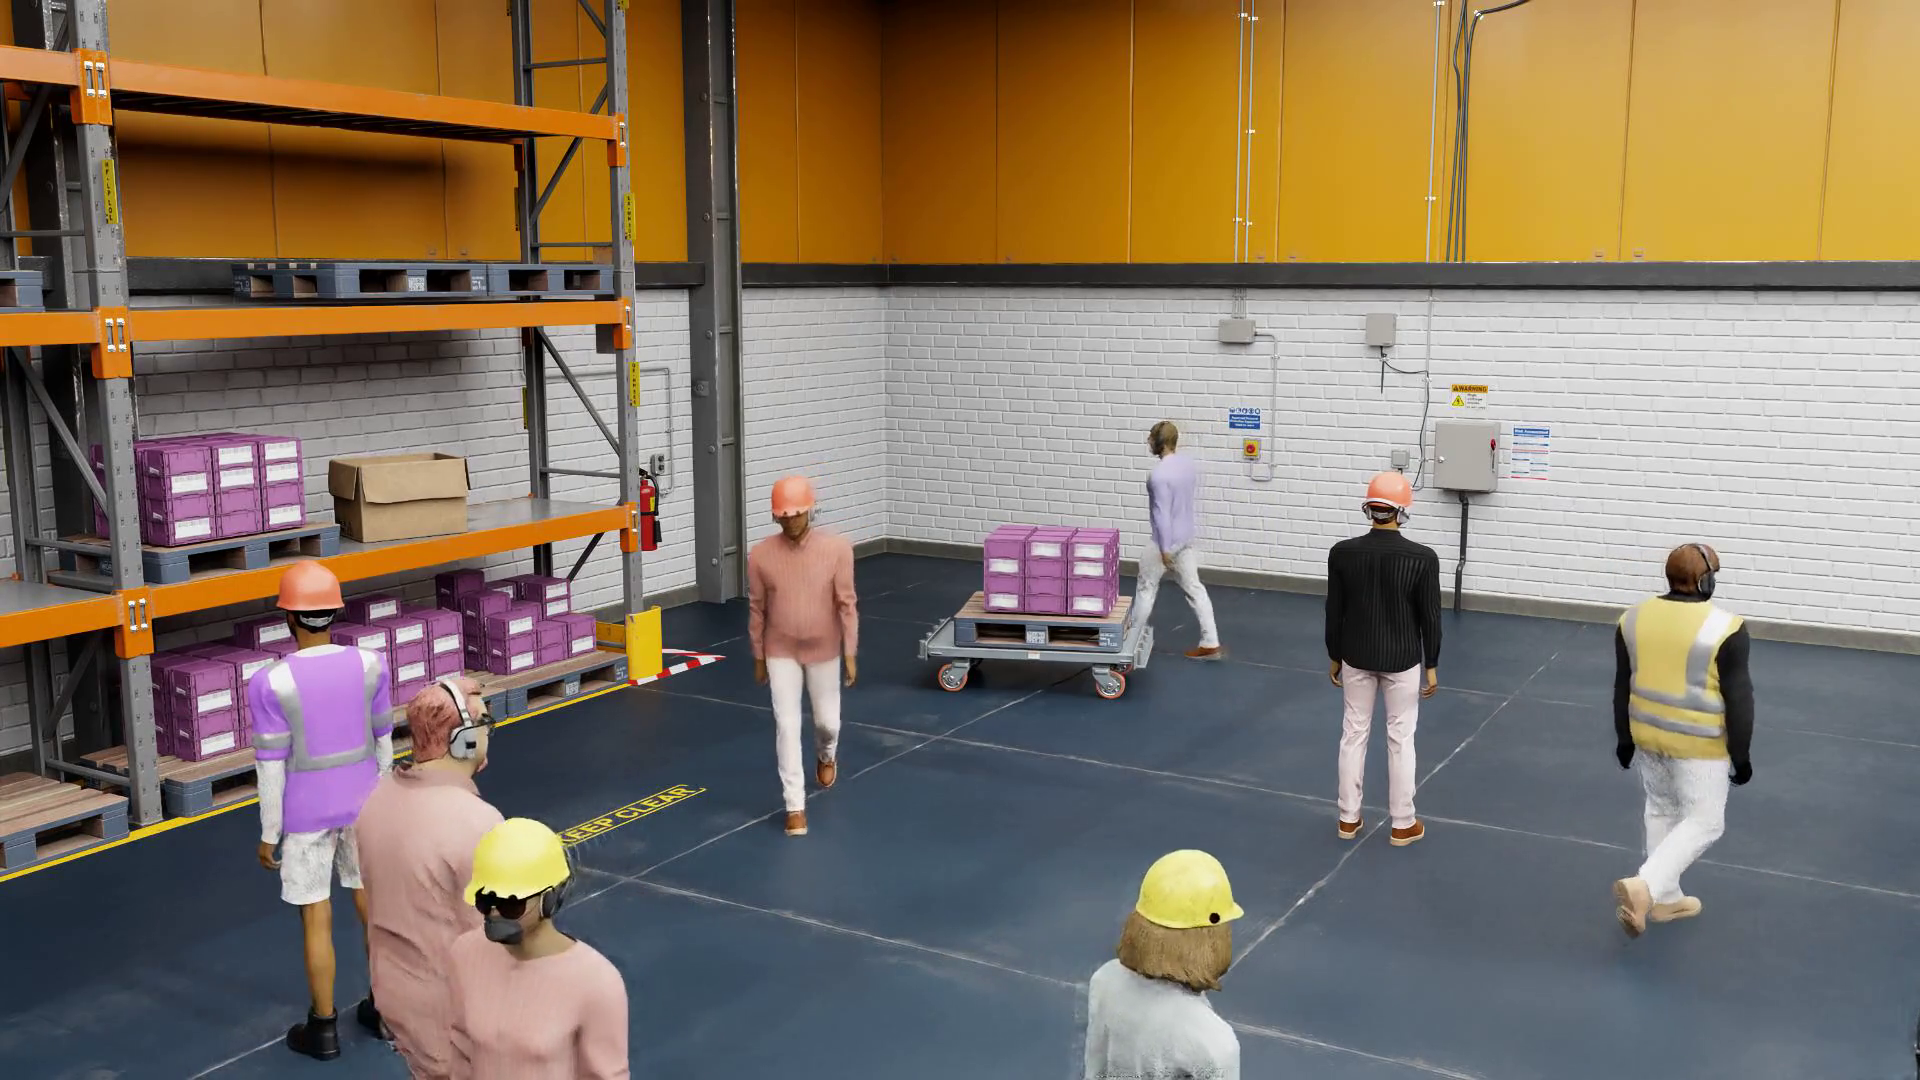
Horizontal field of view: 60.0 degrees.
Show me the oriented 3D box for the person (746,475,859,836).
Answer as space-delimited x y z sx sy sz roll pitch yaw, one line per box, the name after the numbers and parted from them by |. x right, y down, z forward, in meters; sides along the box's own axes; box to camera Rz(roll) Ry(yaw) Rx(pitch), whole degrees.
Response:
-0.867 0.587 9.202 0.613 1.963 0.763 -1 9 -4 | person

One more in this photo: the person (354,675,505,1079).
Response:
-1.510 1.338 4.736 0.657 1.889 0.655 9 13 44 | person

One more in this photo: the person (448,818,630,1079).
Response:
-1.042 1.520 3.998 0.546 1.751 0.450 4 10 22 | person

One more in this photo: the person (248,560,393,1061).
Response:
-2.464 1.040 6.450 0.545 1.939 0.373 -9 13 -43 | person

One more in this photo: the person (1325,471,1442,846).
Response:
2.246 0.628 8.842 0.611 1.995 0.380 5 10 27 | person

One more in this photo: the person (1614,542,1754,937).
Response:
3.242 0.920 7.569 0.684 1.824 0.633 -5 10 -29 | person

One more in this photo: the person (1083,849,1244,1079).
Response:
0.559 1.555 3.960 0.885 1.693 0.512 -5 10 -27 | person

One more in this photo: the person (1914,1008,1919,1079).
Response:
1.673 1.627 2.812 0.652 1.928 0.434 2 9 15 | person

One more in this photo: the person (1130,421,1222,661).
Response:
1.644 0.008 13.070 1.009 1.893 0.636 7 11 37 | person
